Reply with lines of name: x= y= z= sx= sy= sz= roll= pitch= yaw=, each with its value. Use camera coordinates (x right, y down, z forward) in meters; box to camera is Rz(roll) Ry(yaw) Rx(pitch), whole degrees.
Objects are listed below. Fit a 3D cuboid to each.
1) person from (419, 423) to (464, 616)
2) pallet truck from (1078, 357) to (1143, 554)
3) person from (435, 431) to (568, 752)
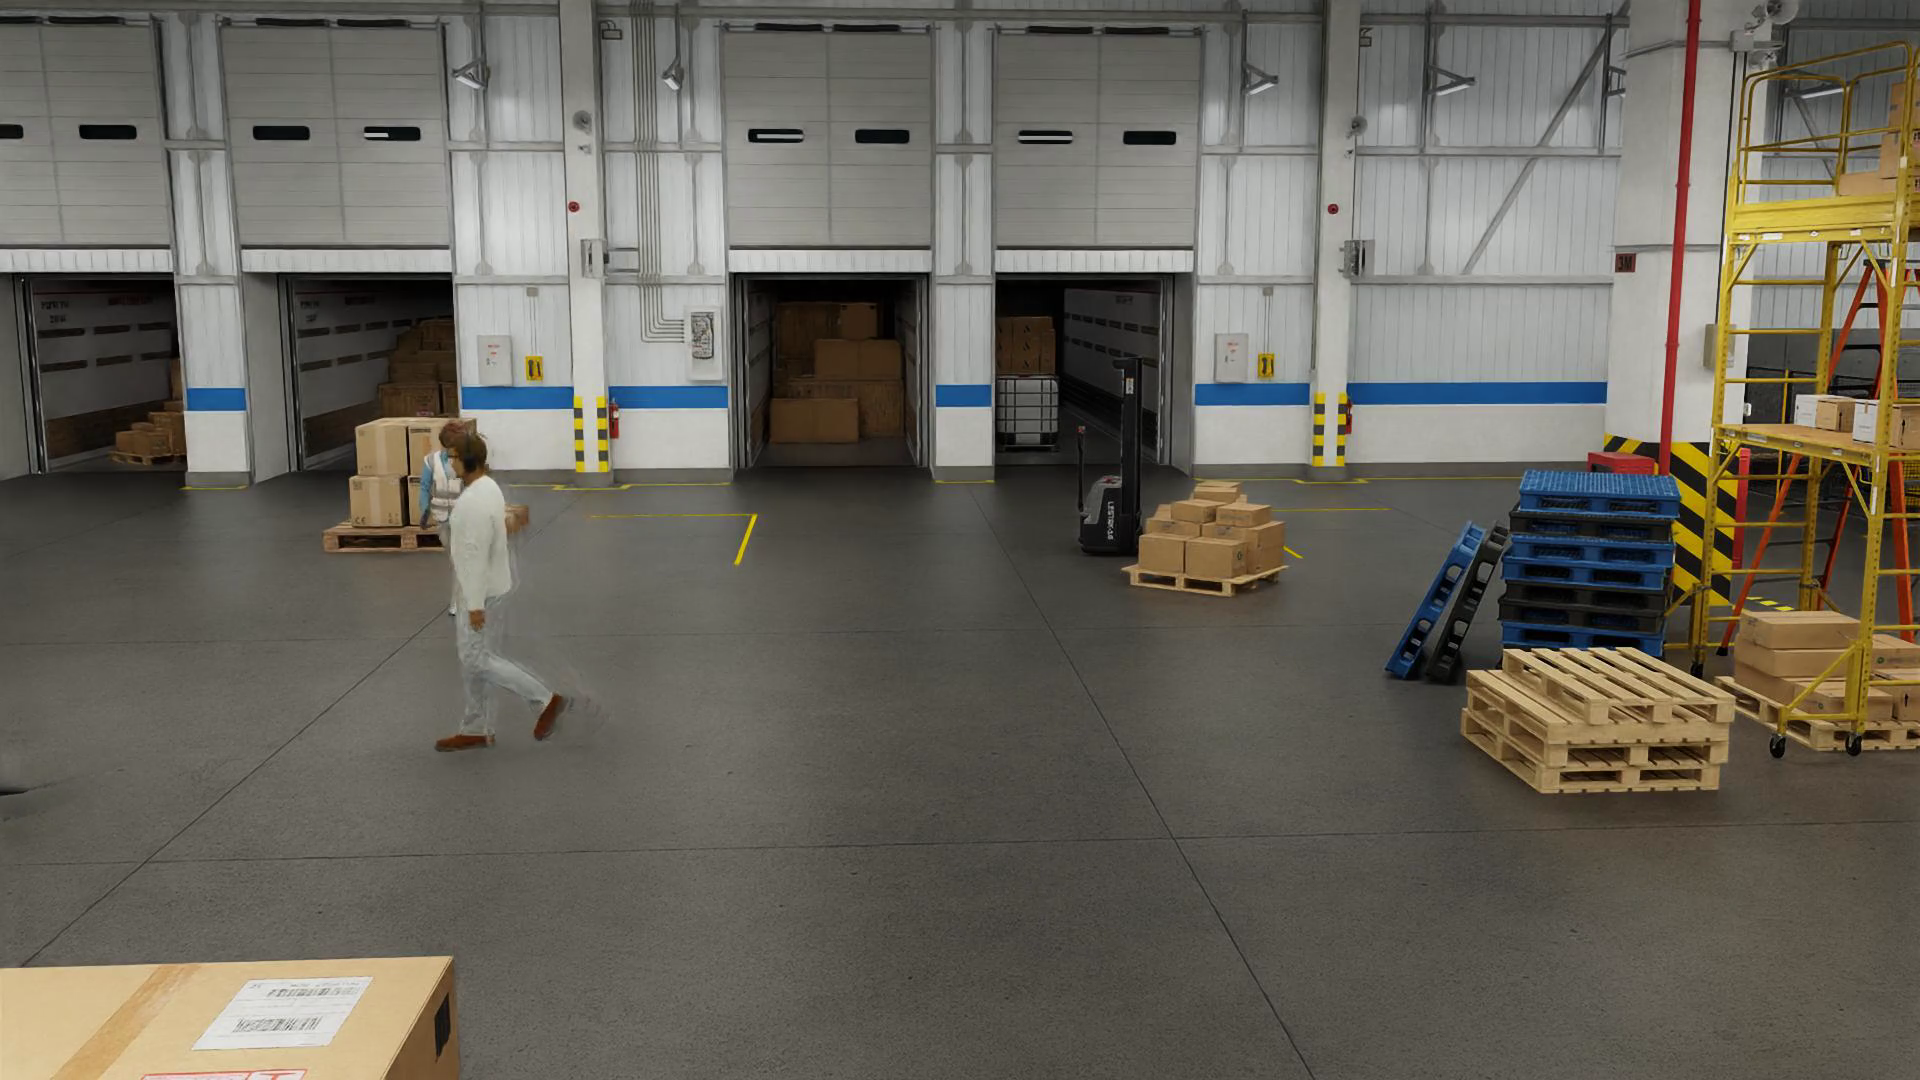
person: x=-4.271 y=-0.202 z=14.070 sx=0.499 sy=1.589 sz=0.889 roll=0 pitch=9 yaw=1
pallet truck: x=2.088 y=-0.836 z=16.757 sx=1.885 sy=1.965 sz=0.823 roll=2 pitch=9 yaw=13
person: x=-2.745 y=0.313 z=9.787 sx=0.680 sy=1.925 sz=0.633 roll=-2 pitch=9 yaw=-13
